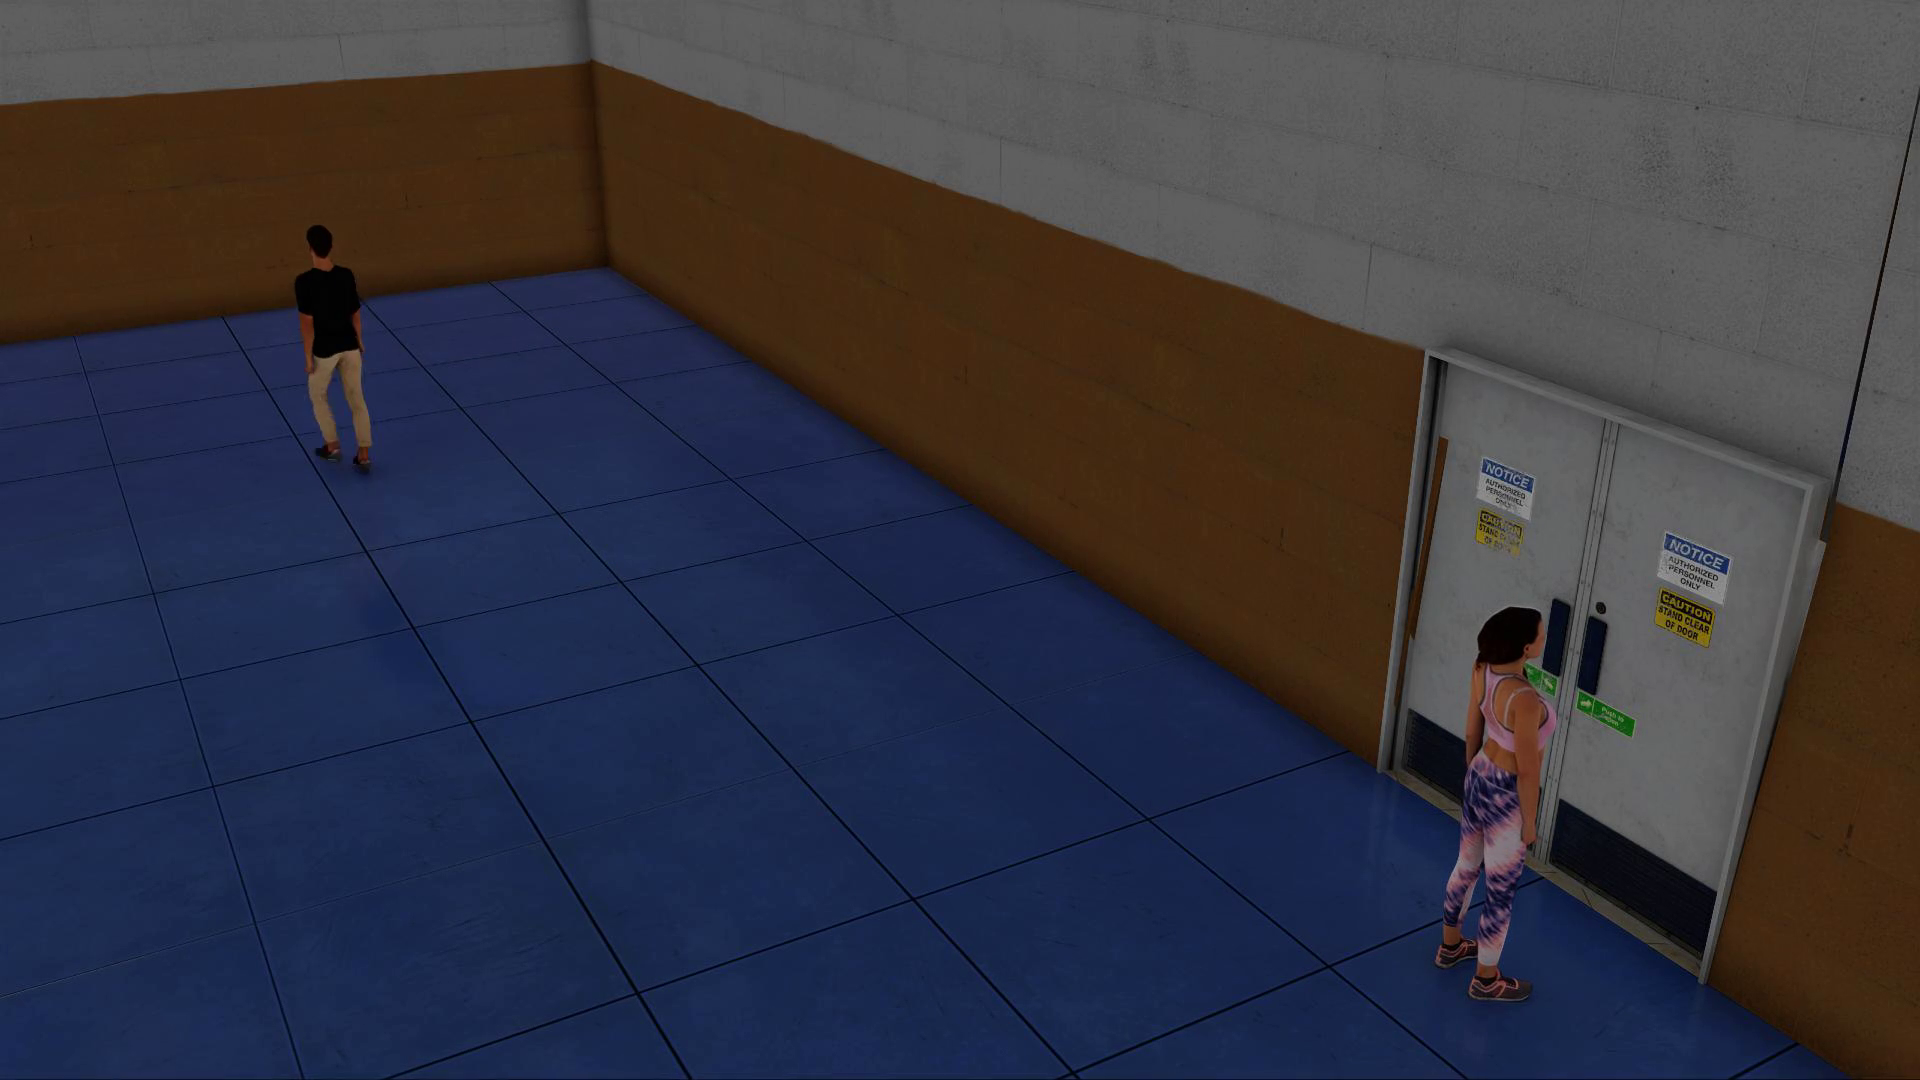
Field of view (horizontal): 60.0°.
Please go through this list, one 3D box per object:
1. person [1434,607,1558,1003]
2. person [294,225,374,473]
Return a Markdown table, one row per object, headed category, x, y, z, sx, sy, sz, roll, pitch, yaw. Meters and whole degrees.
| category | x | y | z | sx | sy | sz | roll | pitch | yaw |
| --- | --- | --- | --- | --- | --- | --- | --- | --- | --- |
| person | 2.209 | 1.071 | 6.829 | 0.604 | 1.767 | 0.632 | -8 | 25 | -17 |
| person | -4.580 | -1.371 | 12.291 | 0.814 | 1.835 | 0.833 | -21 | 31 | -39 |
